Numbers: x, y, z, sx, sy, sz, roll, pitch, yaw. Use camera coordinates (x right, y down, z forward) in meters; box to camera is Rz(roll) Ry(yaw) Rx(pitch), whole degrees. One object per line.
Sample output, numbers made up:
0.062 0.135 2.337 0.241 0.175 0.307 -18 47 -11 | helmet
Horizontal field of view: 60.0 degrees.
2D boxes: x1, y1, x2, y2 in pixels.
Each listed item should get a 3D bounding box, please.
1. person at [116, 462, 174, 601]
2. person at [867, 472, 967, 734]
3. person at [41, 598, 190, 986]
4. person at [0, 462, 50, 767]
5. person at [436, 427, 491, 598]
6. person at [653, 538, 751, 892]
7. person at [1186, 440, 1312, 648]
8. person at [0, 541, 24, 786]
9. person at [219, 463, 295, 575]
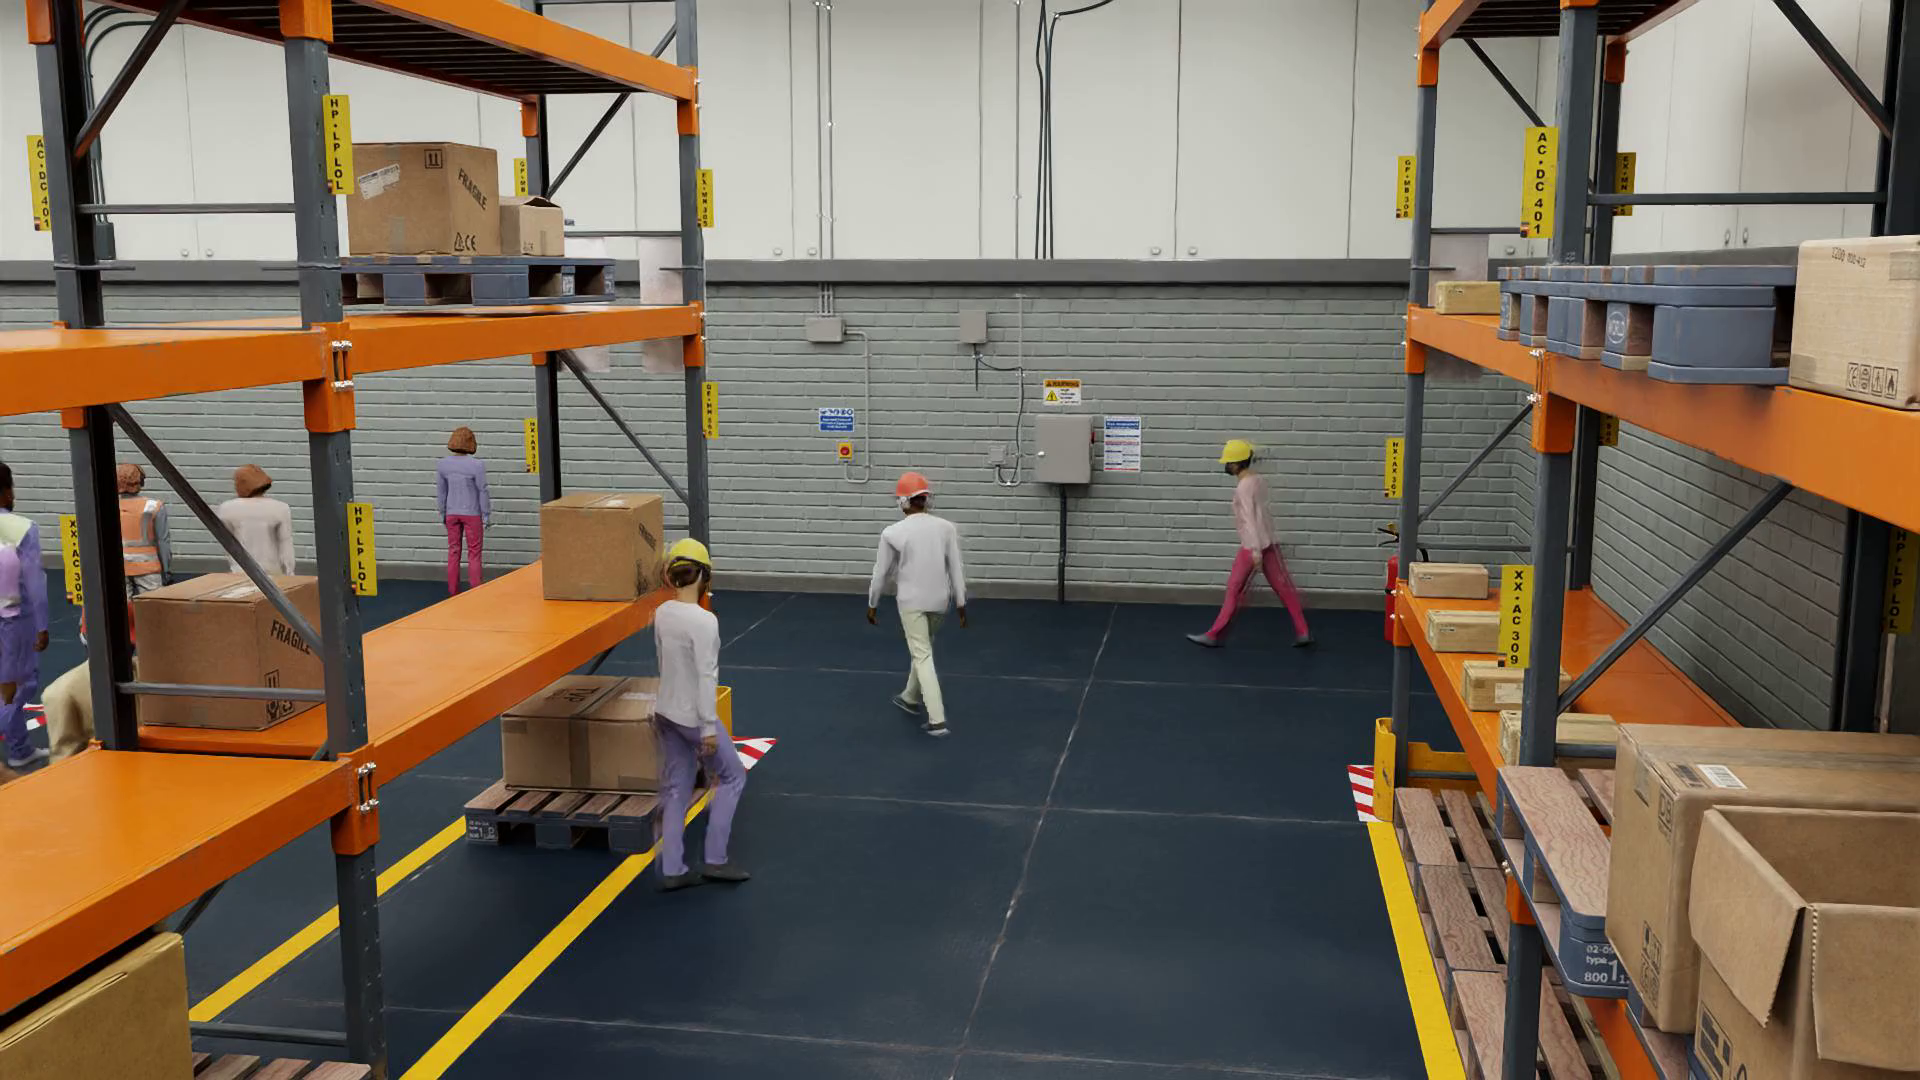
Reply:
-6.058 0.248 12.235 0.514 1.633 0.316 -1 9 -4 | person
-0.276 0.403 11.077 0.589 1.697 0.916 -6 11 -33 | person
-3.434 1.058 6.868 0.350 1.747 0.622 4 10 24 | person
-5.769 0.486 9.938 0.598 1.904 0.722 2 9 11 | person
-4.470 -0.206 15.016 0.504 1.632 0.270 3 10 16 | person
-1.260 0.858 8.149 0.559 1.725 0.563 -7 12 -38 | person
2.365 0.048 13.274 0.979 1.695 0.572 4 10 23 | person
-5.233 0.623 8.749 0.696 2.002 0.566 3 10 18 | person
-5.215 0.228 12.381 0.511 1.616 0.496 -3 10 -18 | person
